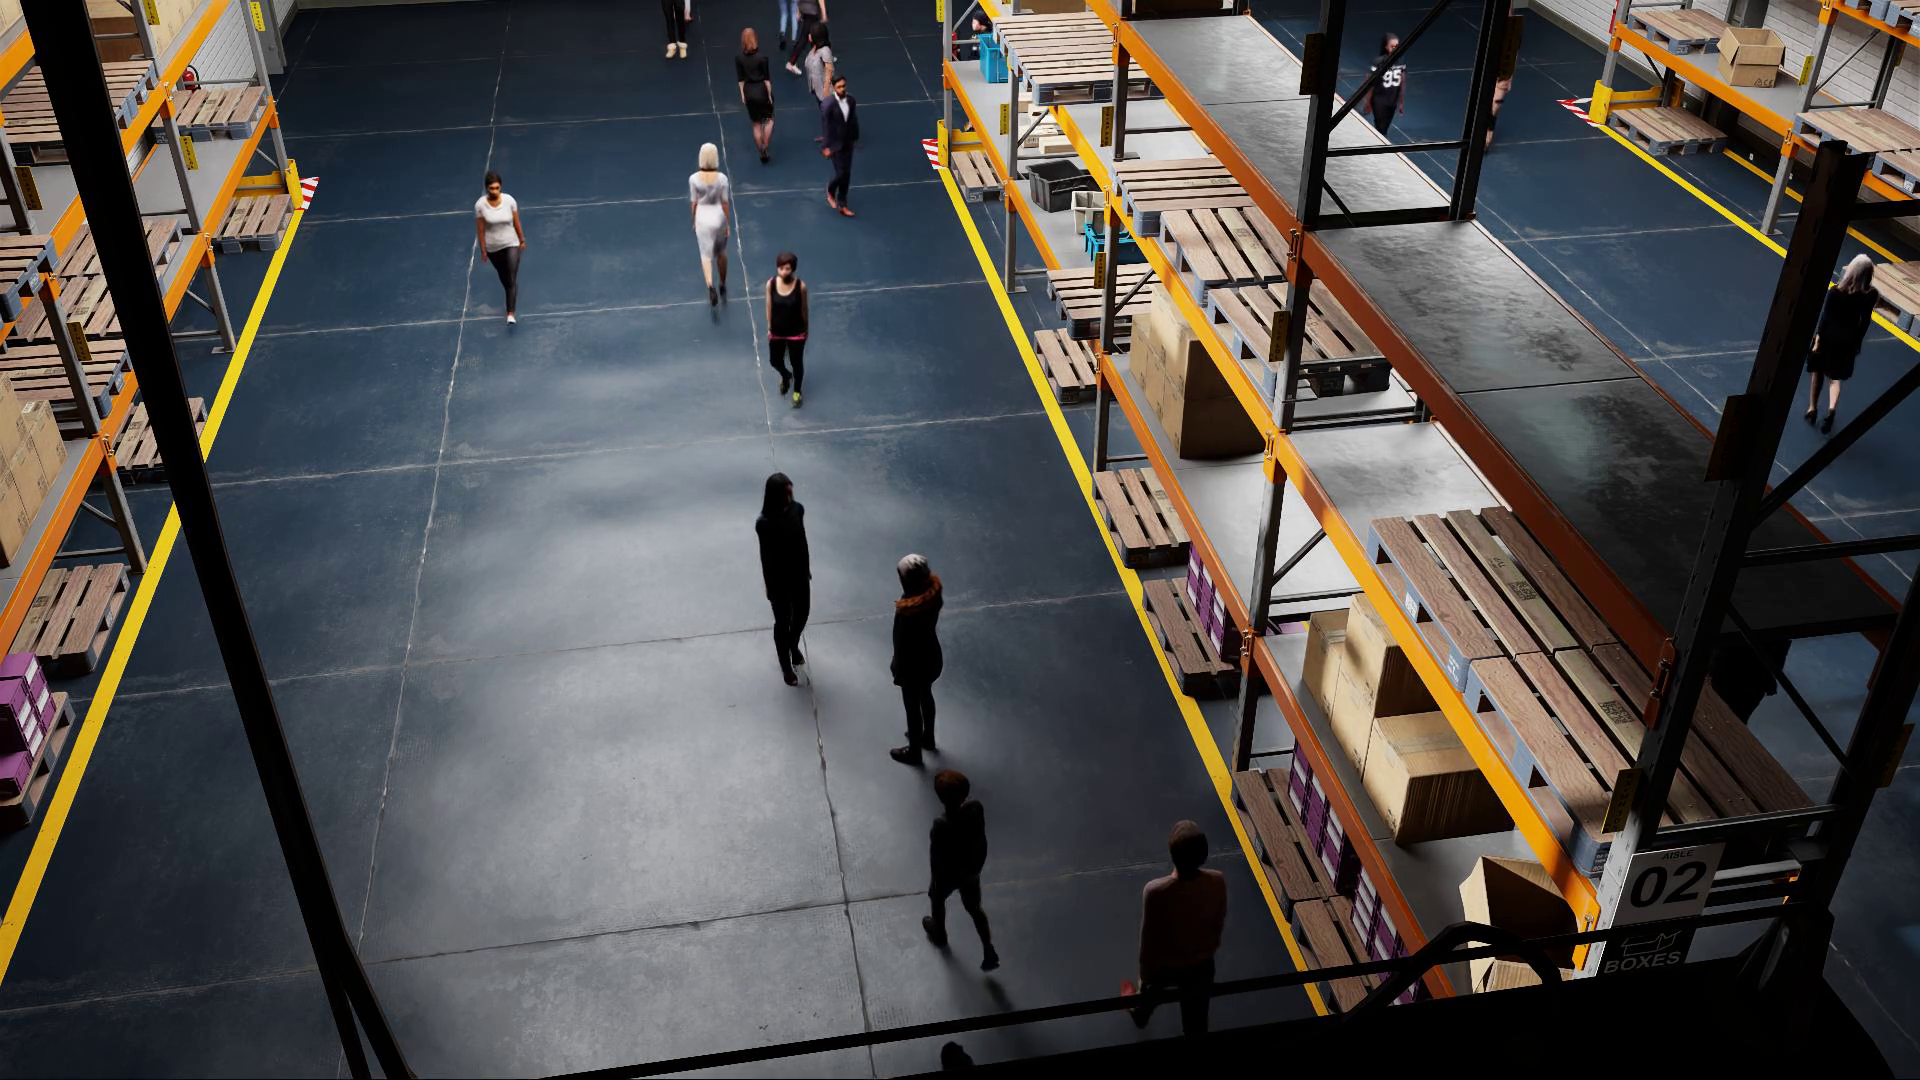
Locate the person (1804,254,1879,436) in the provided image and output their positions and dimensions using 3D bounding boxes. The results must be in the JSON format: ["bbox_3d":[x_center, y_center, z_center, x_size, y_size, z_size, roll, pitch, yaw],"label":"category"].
[{"bbox_3d":[7.939,-1.724,15.050,0.827,1.726,1.050,8,34,12],"label":"person"}]

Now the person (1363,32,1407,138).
[{"bbox_3d":[5.217,-5.440,20.645,0.677,1.721,0.744,-12,35,-17],"label":"person"}]

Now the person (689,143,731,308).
[{"bbox_3d":[-2.592,-3.250,17.341,0.580,1.730,0.941,-4,34,-6],"label":"person"}]

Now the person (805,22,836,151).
[{"bbox_3d":[-1.738,-5.847,21.358,0.704,1.608,0.606,-8,35,-12],"label":"person"}]

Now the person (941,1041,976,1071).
[{"bbox_3d":[-0.010,3.023,7.788,0.765,1.859,0.705,-9,35,-13],"label":"person"}]

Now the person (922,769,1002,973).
[{"bbox_3d":[0.021,1.958,9.780,0.736,1.427,0.979,-19,38,-26],"label":"person"}]

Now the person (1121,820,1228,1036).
[{"bbox_3d":[1.203,2.336,8.858,0.711,1.819,1.269,-7,34,-10],"label":"person"}]

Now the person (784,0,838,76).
[{"bbox_3d":[-2.222,-7.512,23.768,1.154,1.714,1.237,-26,41,-33],"label":"person"}]

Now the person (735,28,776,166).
[{"bbox_3d":[-2.567,-5.485,20.744,0.706,1.686,0.720,7,34,11],"label":"person"}]

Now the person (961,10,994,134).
[{"bbox_3d":[0.382,-6.024,21.578,0.759,1.660,0.660,-6,34,-9],"label":"person"}]

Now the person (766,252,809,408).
[{"bbox_3d":[-1.607,-2.023,15.665,0.623,1.542,0.667,2,34,4],"label":"person"}]

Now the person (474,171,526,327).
[{"bbox_3d":[-4.723,-3.052,17.169,0.624,1.592,1.082,-6,34,-9],"label":"person"}]

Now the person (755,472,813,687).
[{"bbox_3d":[-1.285,0.254,12.064,0.679,1.736,0.719,-25,41,-32],"label":"person"}]

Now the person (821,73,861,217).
[{"bbox_3d":[-1.458,-4.647,19.464,0.814,1.706,0.860,-26,41,-33],"label":"person"}]

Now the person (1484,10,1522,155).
[{"bbox_3d":[6.819,-5.887,21.227,0.922,1.821,1.031,12,35,17],"label":"person"}]

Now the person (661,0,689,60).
[{"bbox_3d":[-4.242,-8.006,24.556,0.621,1.664,0.686,-1,34,-1],"label":"person"}]

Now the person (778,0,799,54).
[{"bbox_3d":[-2.554,-8.032,24.552,0.749,1.713,0.837,7,34,10],"label":"person"}]

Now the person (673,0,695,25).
[{"bbox_3d":[-4.416,-8.883,25.927,0.626,1.608,0.572,-1,34,-2],"label":"person"}]

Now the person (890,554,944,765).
[{"bbox_3d":[-0.284,0.806,11.327,0.788,1.633,0.705,14,36,19],"label":"person"}]
